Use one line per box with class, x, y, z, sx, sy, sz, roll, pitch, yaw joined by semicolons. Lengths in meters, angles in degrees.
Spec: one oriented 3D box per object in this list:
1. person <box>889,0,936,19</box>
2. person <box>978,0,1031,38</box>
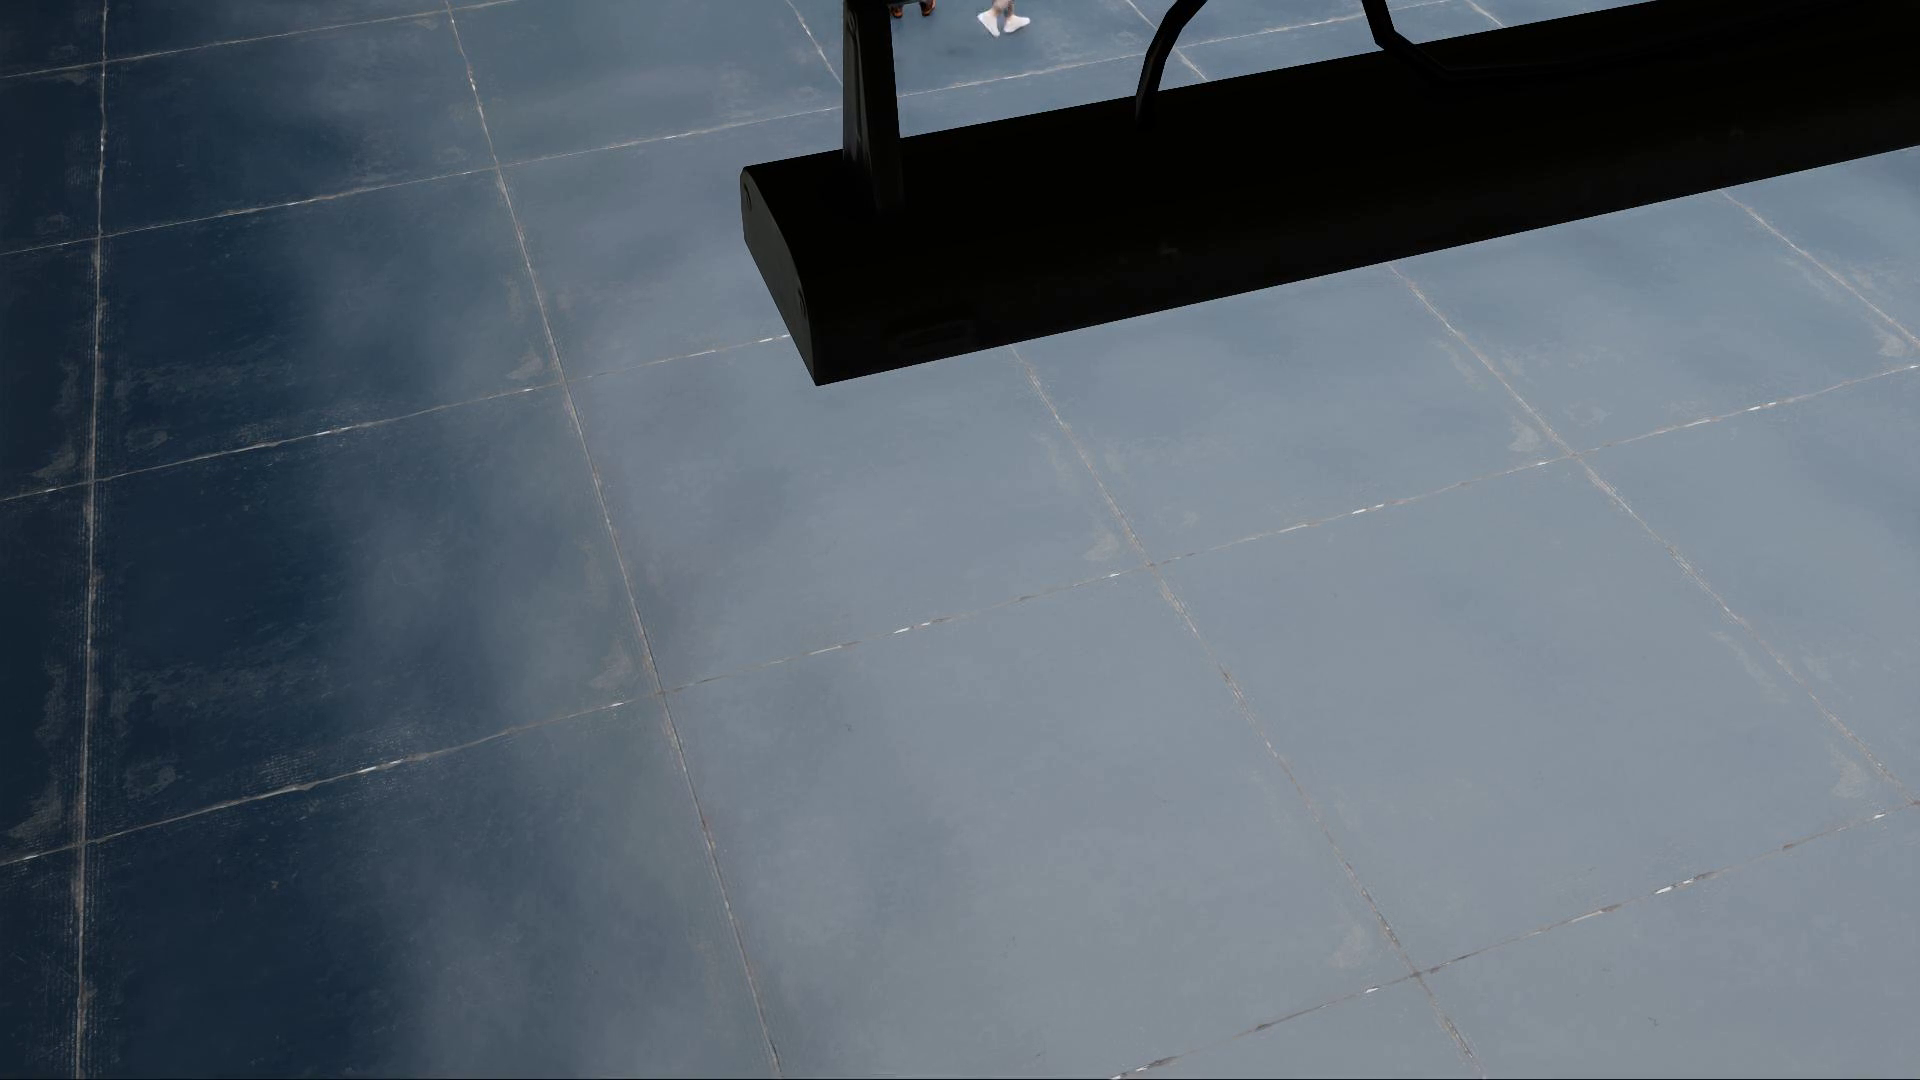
person;-0.465;-5.545;14.765;0.744;1.808;0.700;-2;43;-2
person;0.373;-5.226;14.415;0.884;1.821;0.898;-25;48;-24
